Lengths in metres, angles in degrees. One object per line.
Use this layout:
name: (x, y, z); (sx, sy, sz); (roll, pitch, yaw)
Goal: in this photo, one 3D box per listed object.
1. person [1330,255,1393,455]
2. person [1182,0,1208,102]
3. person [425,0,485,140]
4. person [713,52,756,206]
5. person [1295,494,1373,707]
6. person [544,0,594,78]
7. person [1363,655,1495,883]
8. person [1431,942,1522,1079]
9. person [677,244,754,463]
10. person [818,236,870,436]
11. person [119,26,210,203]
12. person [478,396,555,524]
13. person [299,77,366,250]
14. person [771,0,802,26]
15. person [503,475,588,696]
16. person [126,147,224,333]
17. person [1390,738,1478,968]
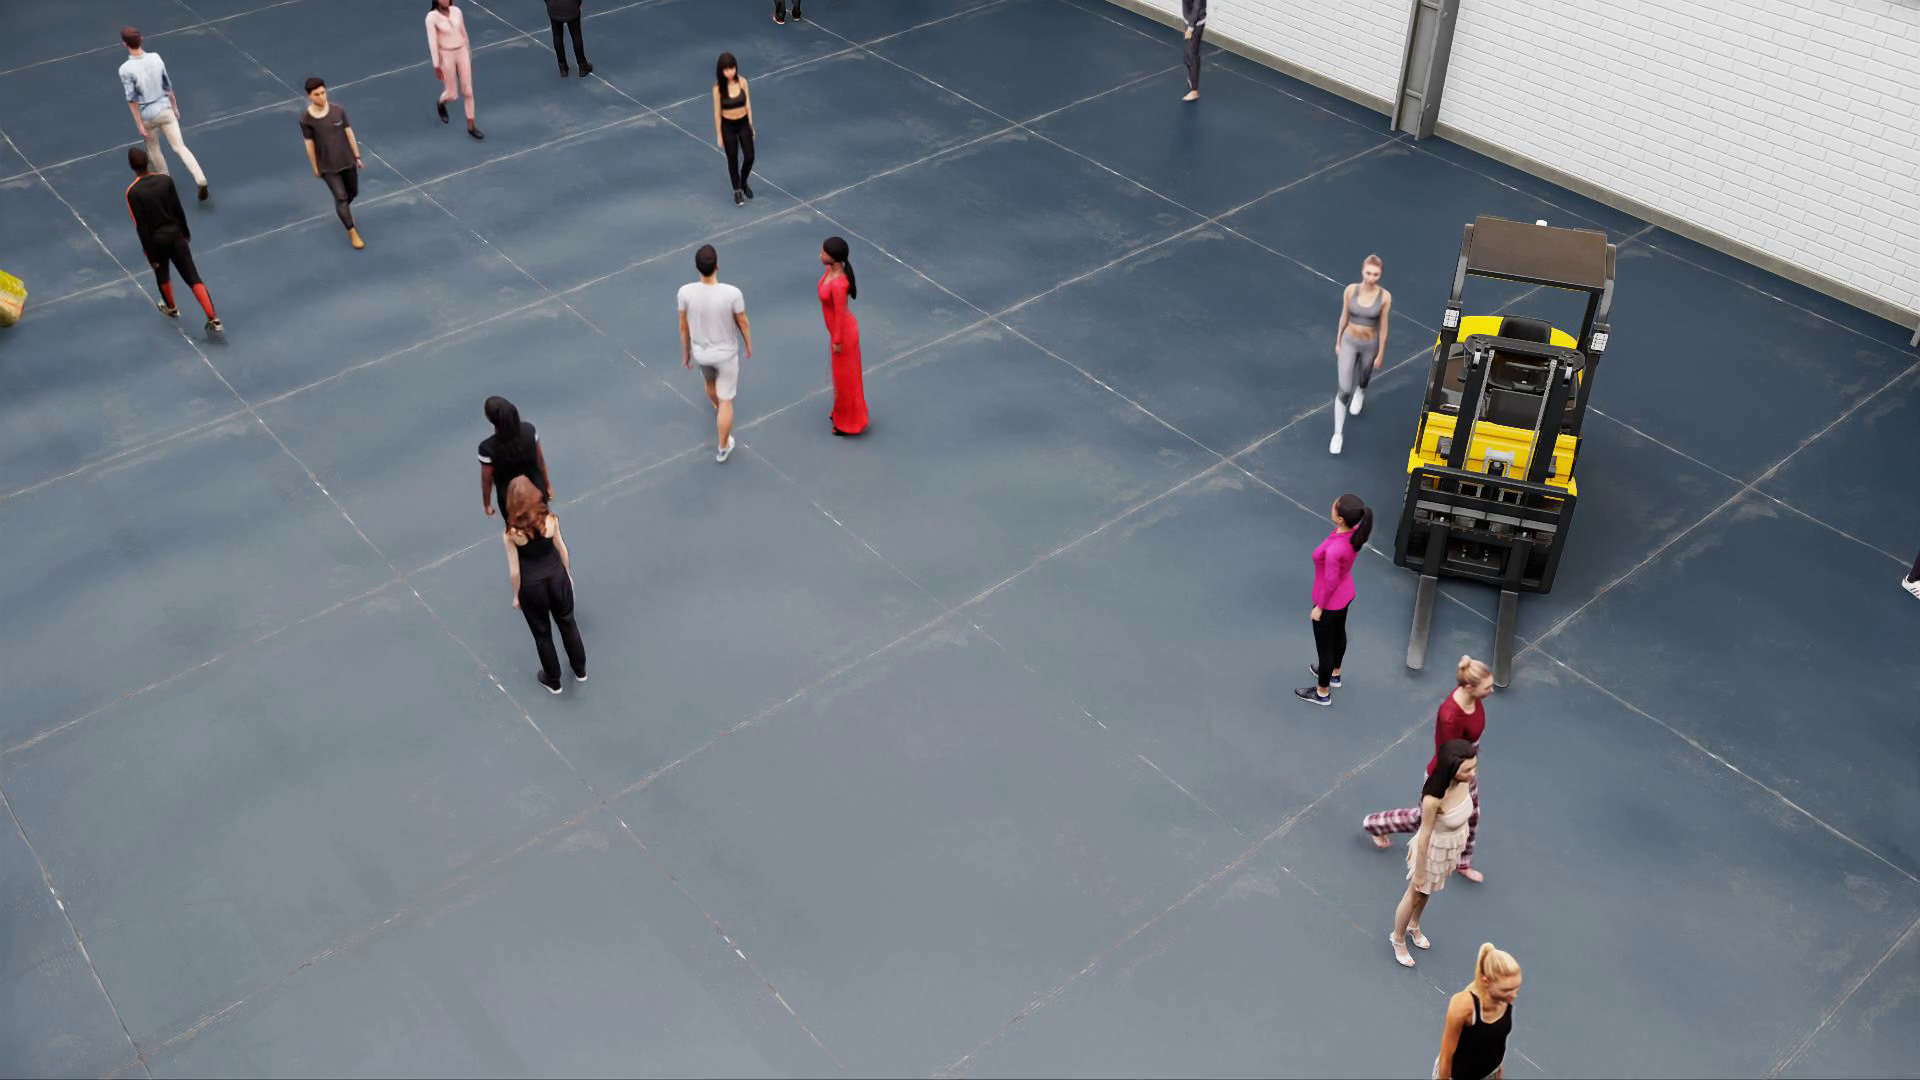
person: (3.319, -1.607, 13.723); (1.126, 1.668, 1.002); (12, 40, 15)
person: (2.717, -5.973, 19.127); (0.885, 1.746, 0.782); (7, 39, 8)
person: (-5.608, -5.260, 18.265); (0.933, 1.707, 0.718); (27, 46, 30)
person: (-2.327, -4.242, 17.051); (0.640, 1.631, 0.647); (-16, 41, -19)
person: (2.523, 0.392, 11.203); (0.643, 1.698, 0.645); (23, 44, 26)
person: (-4.668, -6.318, 19.531); (0.736, 1.781, 0.792); (2, 39, 2)
person: (2.878, 1.375, 9.984); (1.044, 1.673, 0.740); (26, 46, 29)
person: (2.515, 2.629, 8.277); (0.637, 1.846, 0.578); (-21, 43, -24)
person: (-1.991, -1.462, 13.421); (1.153, 1.818, 1.208); (3, 39, 3)
person: (-0.961, -1.690, 13.738); (0.818, 1.788, 0.712); (-6, 39, -8)
person: (-8.162, -4.307, 16.982); (1.193, 1.819, 0.786); (28, 46, 30)
person: (-3.165, -0.304, 12.042); (0.637, 1.729, 0.606); (-26, 45, -29)
person: (-6.188, -3.777, 16.421); (0.648, 1.692, 1.013); (-26, 45, -29)
person: (-2.243, -7.422, 20.904); (0.693, 1.803, 0.615); (-17, 42, -20)
person: (-2.825, 0.307, 11.266); (0.601, 1.744, 0.514); (-25, 45, -27)
person: (-7.077, -2.642, 14.941); (1.250, 1.766, 0.793); (27, 46, 30)
person: (2.687, 1.765, 9.446); (0.542, 1.736, 0.584); (32, 48, 33)
